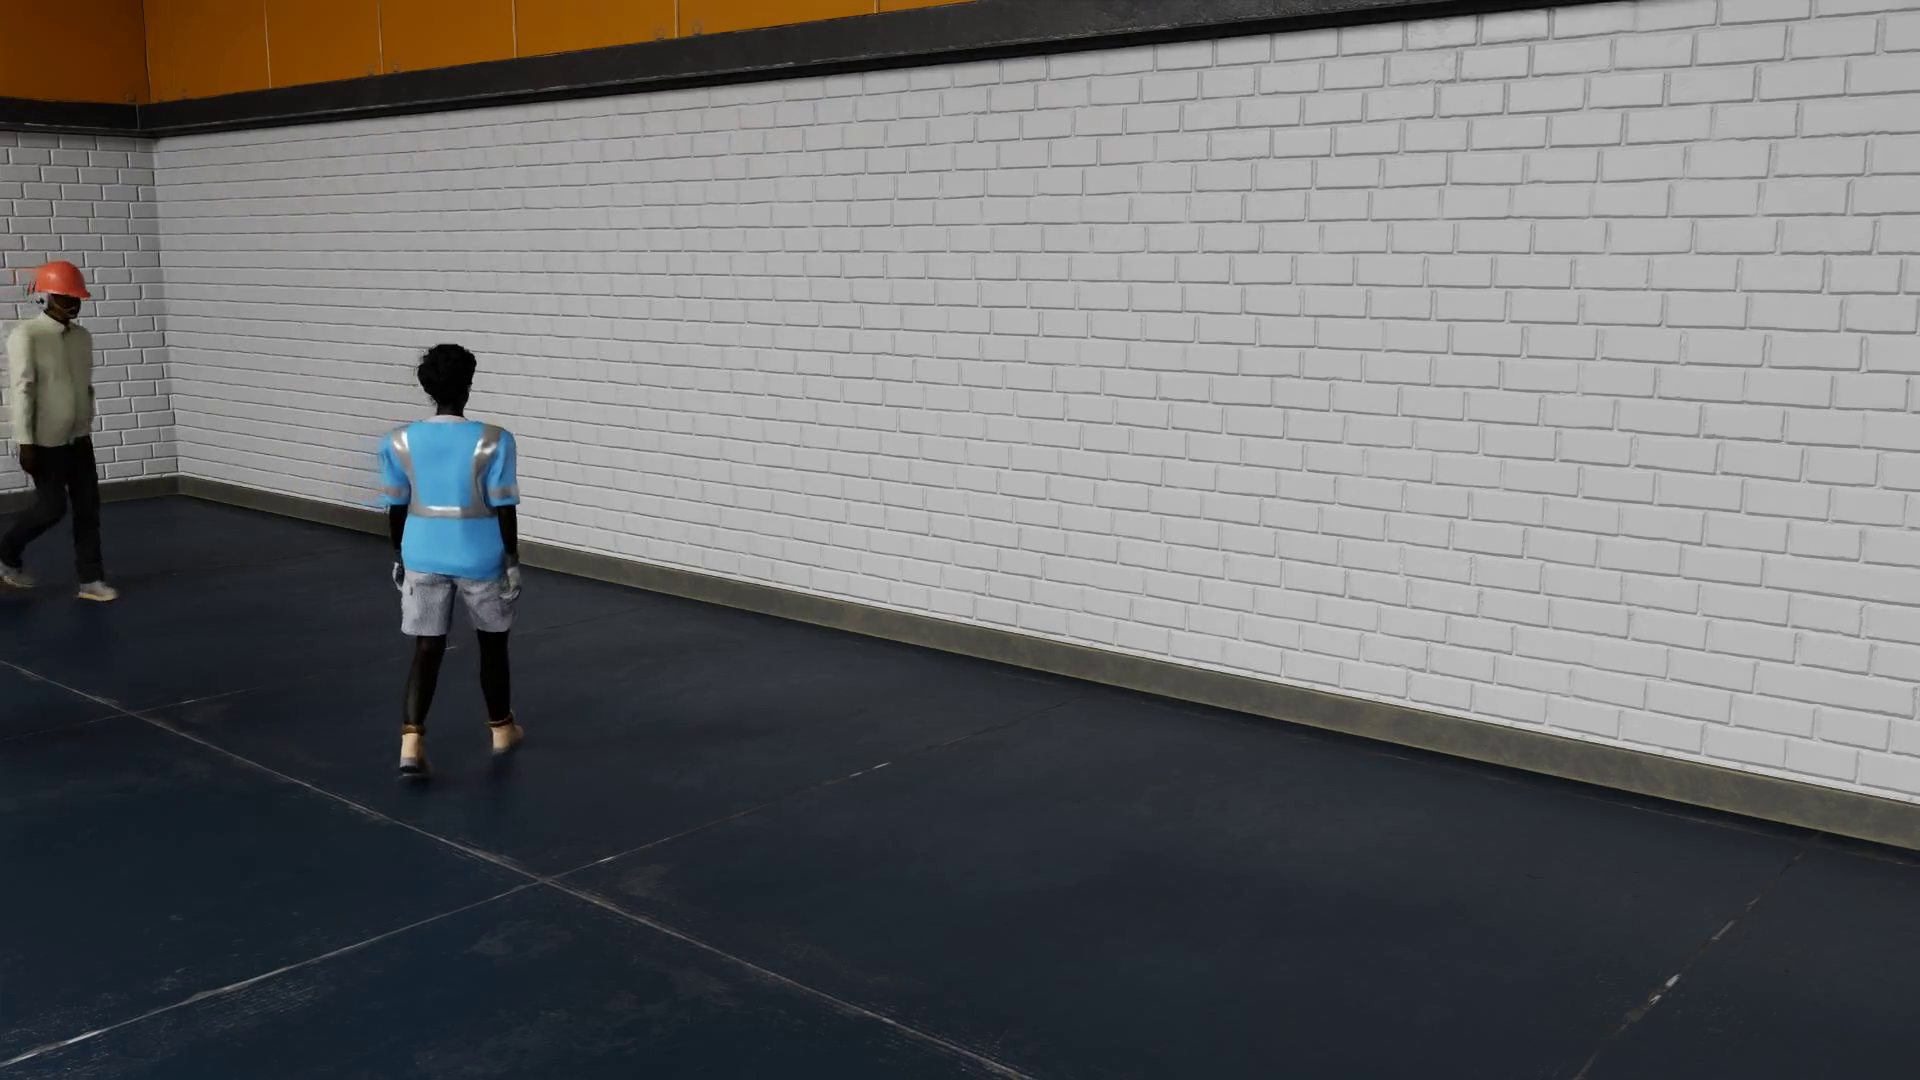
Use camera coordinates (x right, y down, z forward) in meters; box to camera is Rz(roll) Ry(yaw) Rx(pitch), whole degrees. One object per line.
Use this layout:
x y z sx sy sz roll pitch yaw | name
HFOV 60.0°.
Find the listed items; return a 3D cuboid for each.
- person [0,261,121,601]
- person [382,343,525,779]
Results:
-5.198 -0.604 9.459 0.737 1.959 0.636 3 10 16 | person
-1.944 0.077 6.399 0.540 1.674 0.763 0 10 2 | person
